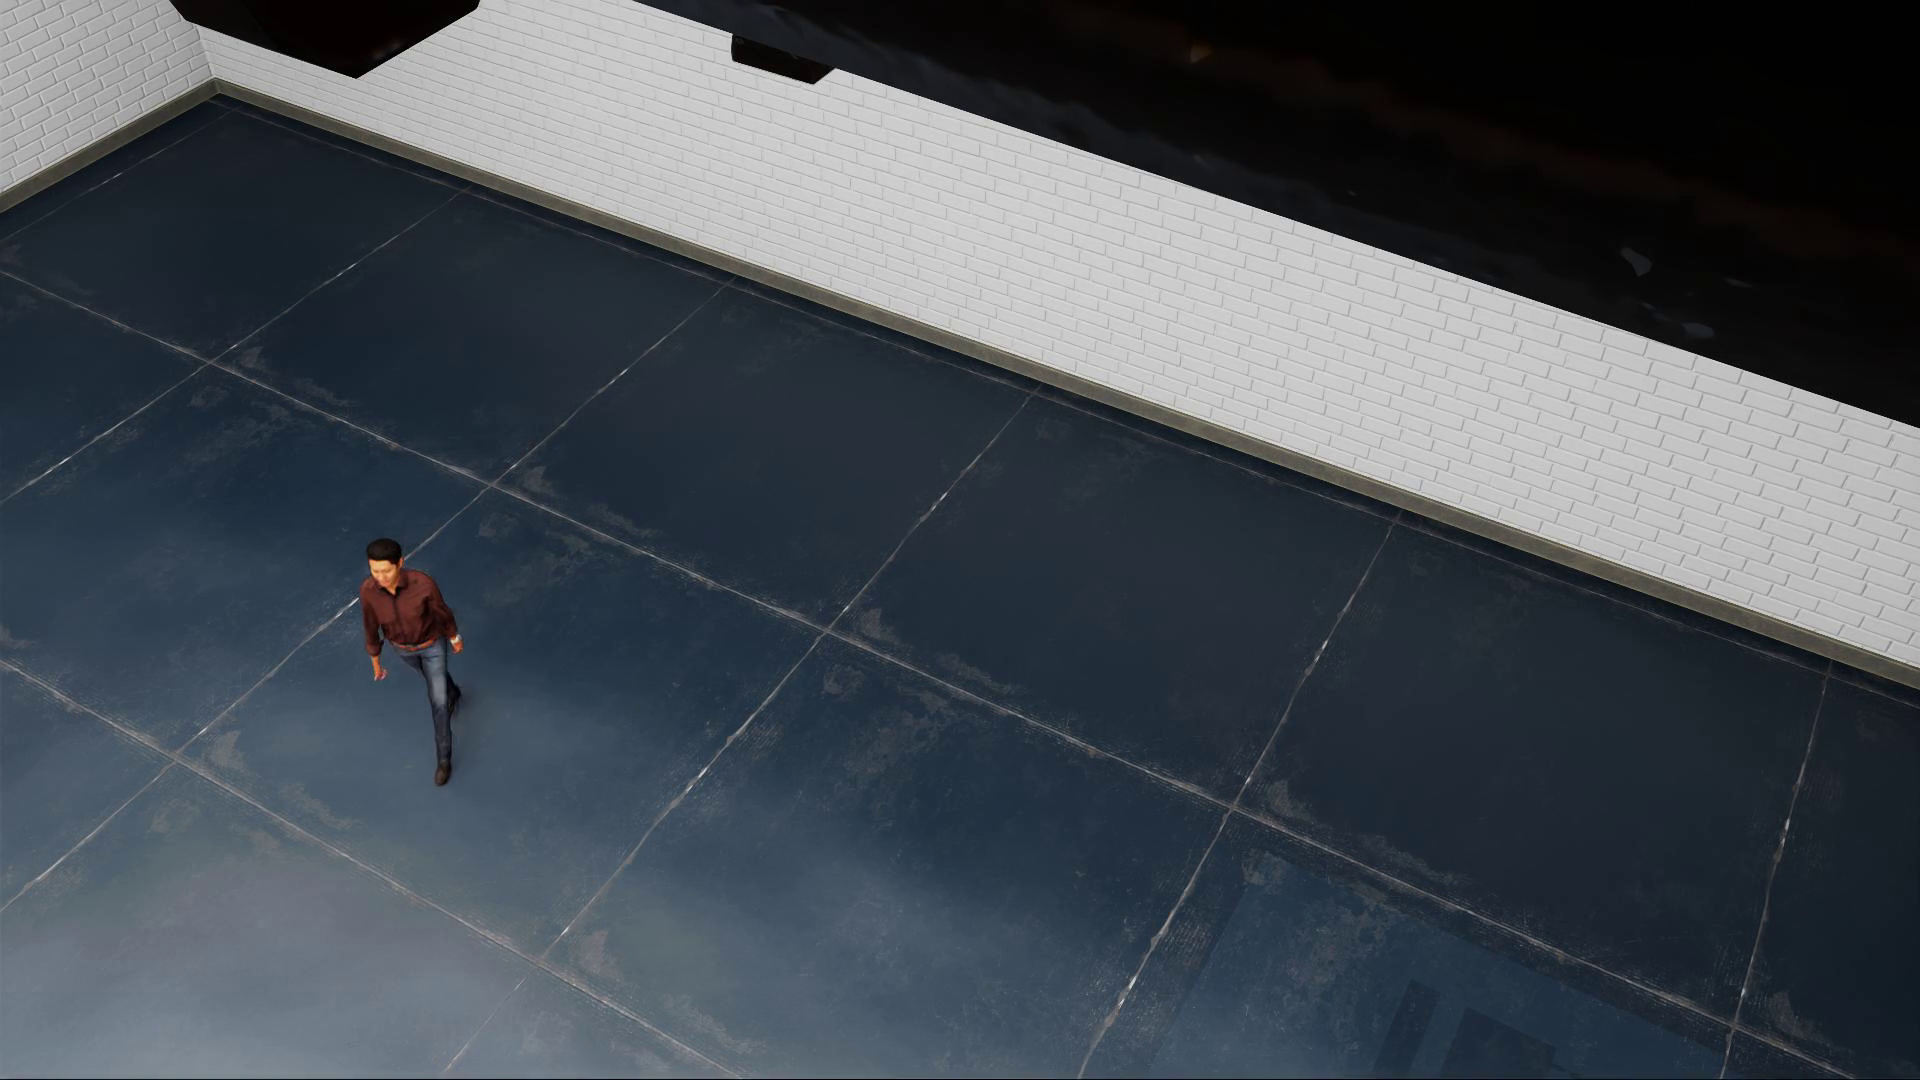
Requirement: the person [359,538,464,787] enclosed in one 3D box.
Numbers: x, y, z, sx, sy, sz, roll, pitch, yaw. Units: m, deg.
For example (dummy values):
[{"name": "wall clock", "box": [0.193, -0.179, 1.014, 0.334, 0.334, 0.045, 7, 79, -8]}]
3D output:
[{"name": "person", "box": [-3.294, 0.579, 10.161, 1.035, 1.729, 1.228, -1, 44, -1]}]
